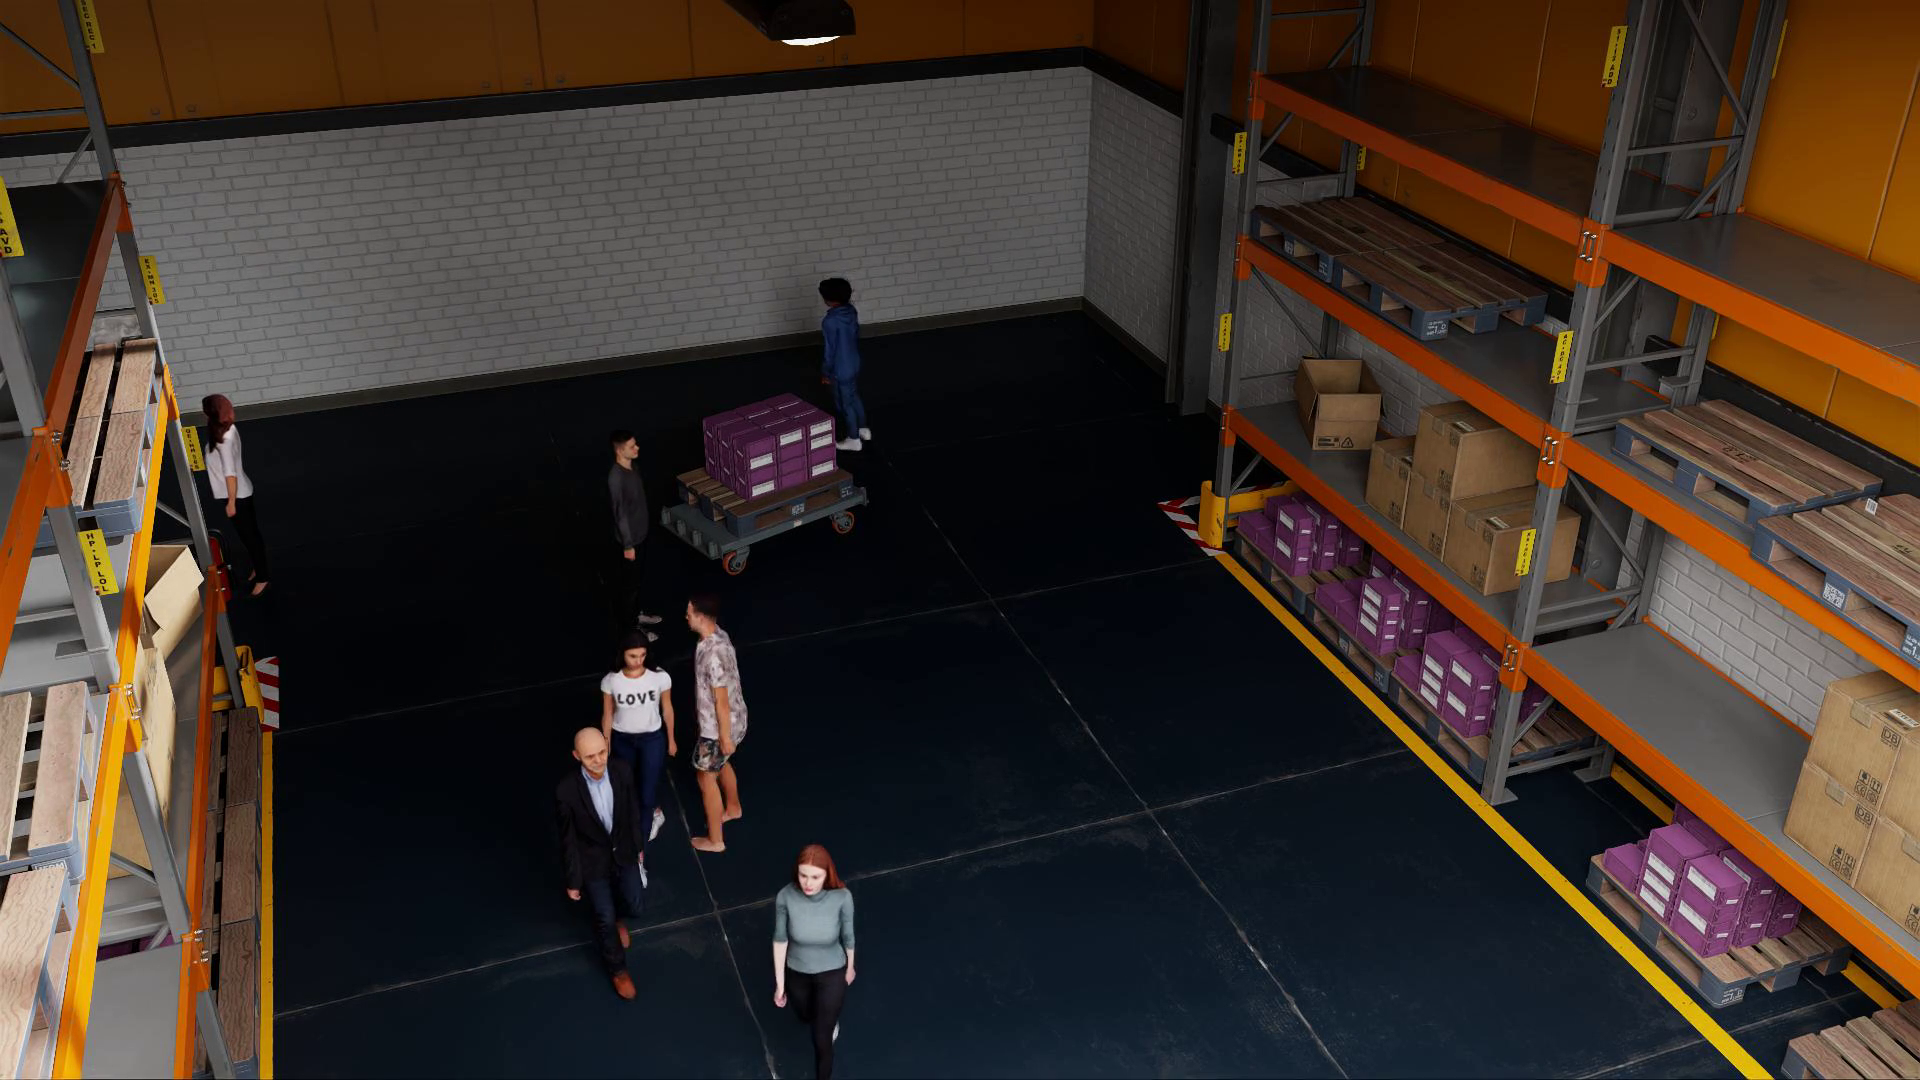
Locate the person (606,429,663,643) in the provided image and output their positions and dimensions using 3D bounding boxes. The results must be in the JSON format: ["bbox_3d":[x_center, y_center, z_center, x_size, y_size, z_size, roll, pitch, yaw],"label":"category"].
[{"bbox_3d":[-2.578,-0.055,13.015,0.742,1.760,0.578,0,29,-1],"label":"person"}]

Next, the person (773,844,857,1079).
[{"bbox_3d":[-0.755,2.257,8.822,0.902,1.716,1.151,3,29,6],"label":"person"}]

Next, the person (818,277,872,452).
[{"bbox_3d":[-1.089,-1.684,15.980,0.856,1.781,0.815,23,36,35],"label":"person"}]

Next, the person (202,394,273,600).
[{"bbox_3d":[-5.879,-0.367,13.550,0.669,1.795,0.456,-11,31,-20],"label":"person"}]

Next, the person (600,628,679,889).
[{"bbox_3d":[-2.037,1.267,10.630,0.868,1.724,1.135,1,29,2],"label":"person"}]

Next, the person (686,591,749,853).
[{"bbox_3d":[-1.505,1.134,10.798,0.851,1.796,0.695,-7,29,-13],"label":"person"}]

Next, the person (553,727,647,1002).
[{"bbox_3d":[-2.077,1.801,9.583,0.797,1.788,0.913,-18,33,-29],"label":"person"}]
